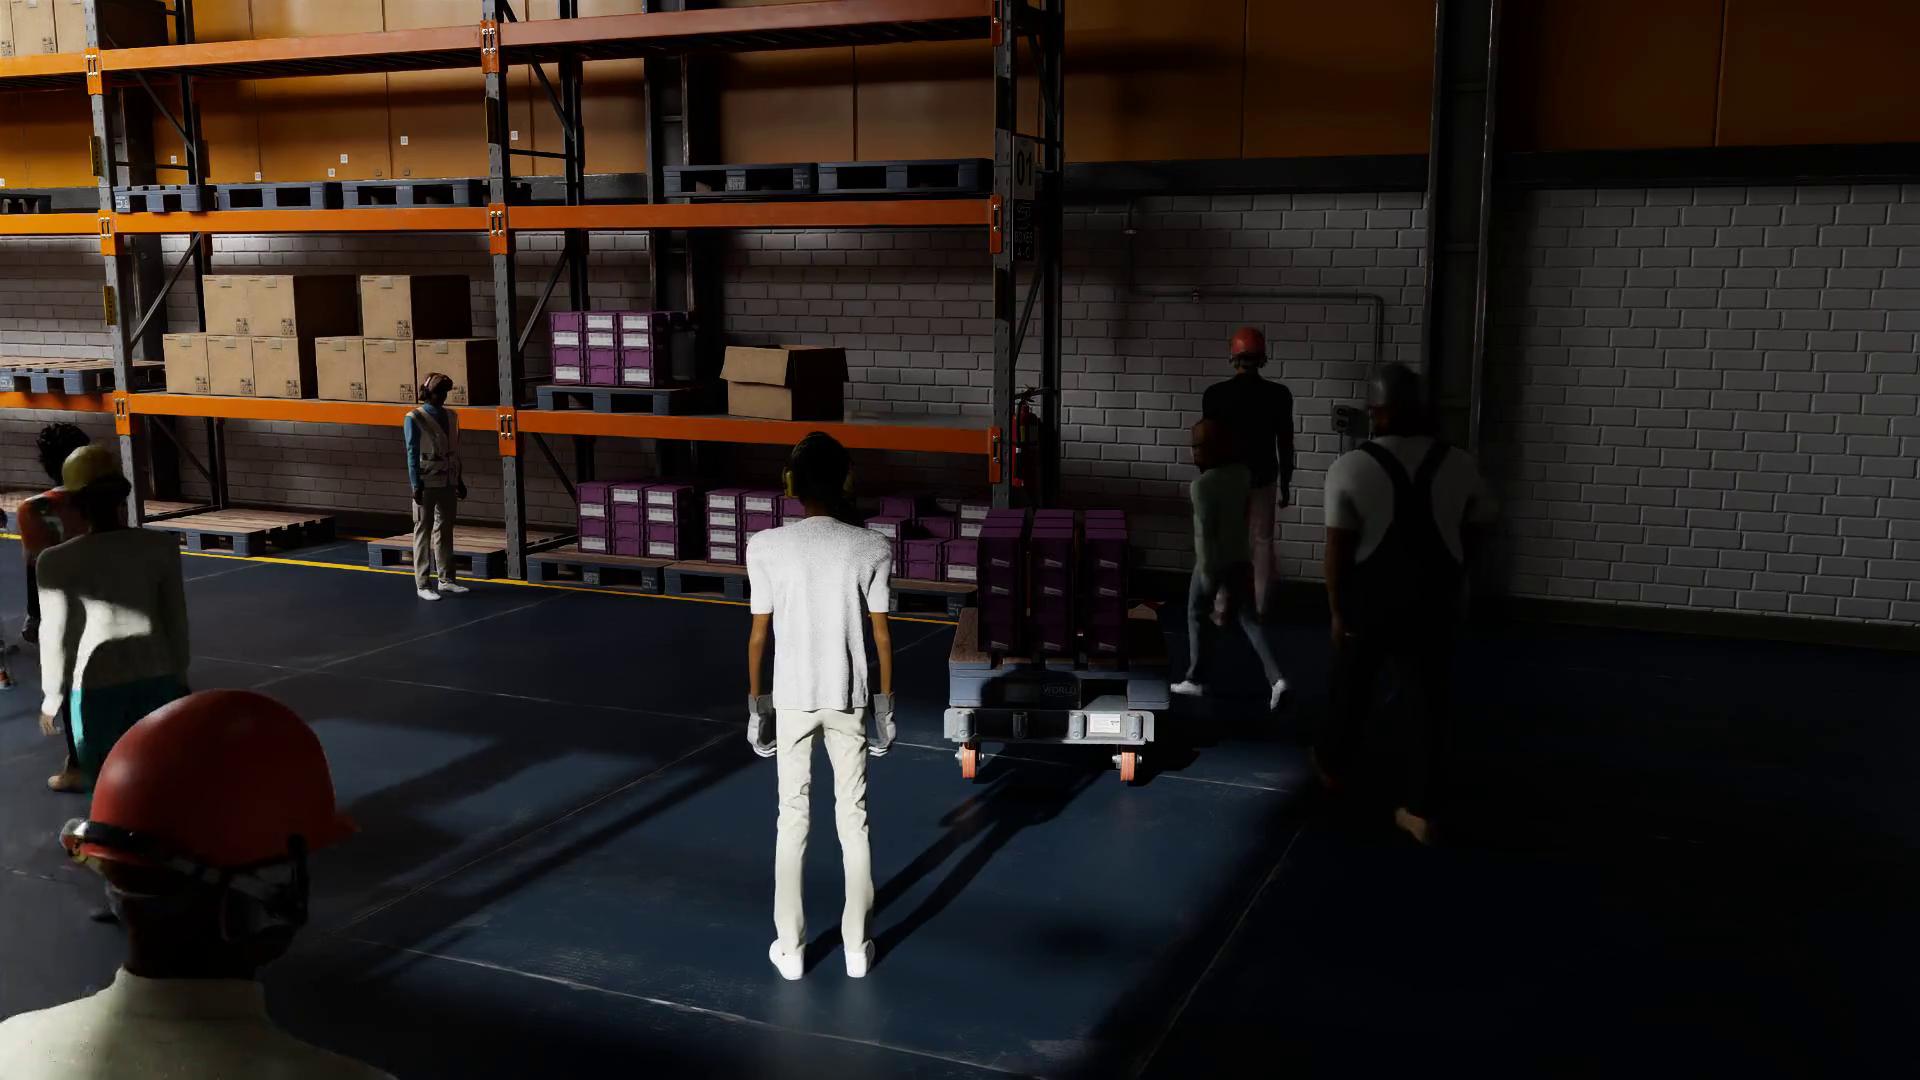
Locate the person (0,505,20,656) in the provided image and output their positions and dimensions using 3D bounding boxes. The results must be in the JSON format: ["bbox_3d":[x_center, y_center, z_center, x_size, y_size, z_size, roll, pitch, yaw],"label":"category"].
[{"bbox_3d":[-6.337,-0.205,10.322,0.975,1.843,0.578,2,10,9],"label":"person"}]

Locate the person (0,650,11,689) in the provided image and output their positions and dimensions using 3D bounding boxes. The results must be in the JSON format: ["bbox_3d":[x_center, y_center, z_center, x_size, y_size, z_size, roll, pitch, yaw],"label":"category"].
[{"bbox_3d":[-5.896,-0.079,9.391,1.000,1.885,0.658,0,9,3],"label":"person"}]

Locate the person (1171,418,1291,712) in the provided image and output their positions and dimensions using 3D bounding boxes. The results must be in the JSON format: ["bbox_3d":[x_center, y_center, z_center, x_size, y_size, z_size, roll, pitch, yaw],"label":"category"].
[{"bbox_3d":[1.466,0.127,9.010,0.557,1.596,0.802,-7,12,-37],"label":"person"}]

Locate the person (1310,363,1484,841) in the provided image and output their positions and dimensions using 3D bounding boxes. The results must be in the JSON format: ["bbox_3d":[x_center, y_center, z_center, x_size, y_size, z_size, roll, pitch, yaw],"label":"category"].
[{"bbox_3d":[1.878,0.206,7.236,0.698,2.000,0.993,0,9,-2],"label":"person"}]

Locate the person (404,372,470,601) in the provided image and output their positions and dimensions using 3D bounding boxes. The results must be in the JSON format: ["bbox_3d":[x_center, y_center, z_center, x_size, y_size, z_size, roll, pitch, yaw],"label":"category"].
[{"bbox_3d":[-3.786,-0.392,12.026,0.310,1.639,0.514,4,10,25],"label":"person"}]

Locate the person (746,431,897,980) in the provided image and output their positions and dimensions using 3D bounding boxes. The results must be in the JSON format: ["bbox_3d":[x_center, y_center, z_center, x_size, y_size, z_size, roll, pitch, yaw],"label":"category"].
[{"bbox_3d":[-0.467,0.565,5.642,0.510,1.862,0.323,-1,10,-7],"label":"person"}]

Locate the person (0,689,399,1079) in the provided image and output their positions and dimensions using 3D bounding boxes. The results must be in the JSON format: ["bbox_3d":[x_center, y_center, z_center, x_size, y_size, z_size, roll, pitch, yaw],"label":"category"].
[{"bbox_3d":[-0.856,1.155,1.814,0.631,1.962,0.870,3,10,20],"label":"person"}]

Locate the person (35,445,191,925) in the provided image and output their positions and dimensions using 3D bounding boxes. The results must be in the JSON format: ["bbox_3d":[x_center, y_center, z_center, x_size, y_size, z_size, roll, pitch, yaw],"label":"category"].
[{"bbox_3d":[-3.103,0.535,6.152,0.398,1.764,0.552,7,12,37],"label":"person"}]

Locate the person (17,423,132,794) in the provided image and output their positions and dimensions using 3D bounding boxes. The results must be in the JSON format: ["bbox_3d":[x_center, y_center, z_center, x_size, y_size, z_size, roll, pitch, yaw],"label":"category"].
[{"bbox_3d":[-4.042,0.311,7.636,0.321,1.697,0.529,5,11,28],"label":"person"}]

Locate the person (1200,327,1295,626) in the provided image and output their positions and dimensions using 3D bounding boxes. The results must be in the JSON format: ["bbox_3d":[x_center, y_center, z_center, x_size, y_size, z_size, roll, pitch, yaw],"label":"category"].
[{"bbox_3d":[1.908,-0.410,11.079,0.634,1.991,0.393,1,10,7],"label":"person"}]
